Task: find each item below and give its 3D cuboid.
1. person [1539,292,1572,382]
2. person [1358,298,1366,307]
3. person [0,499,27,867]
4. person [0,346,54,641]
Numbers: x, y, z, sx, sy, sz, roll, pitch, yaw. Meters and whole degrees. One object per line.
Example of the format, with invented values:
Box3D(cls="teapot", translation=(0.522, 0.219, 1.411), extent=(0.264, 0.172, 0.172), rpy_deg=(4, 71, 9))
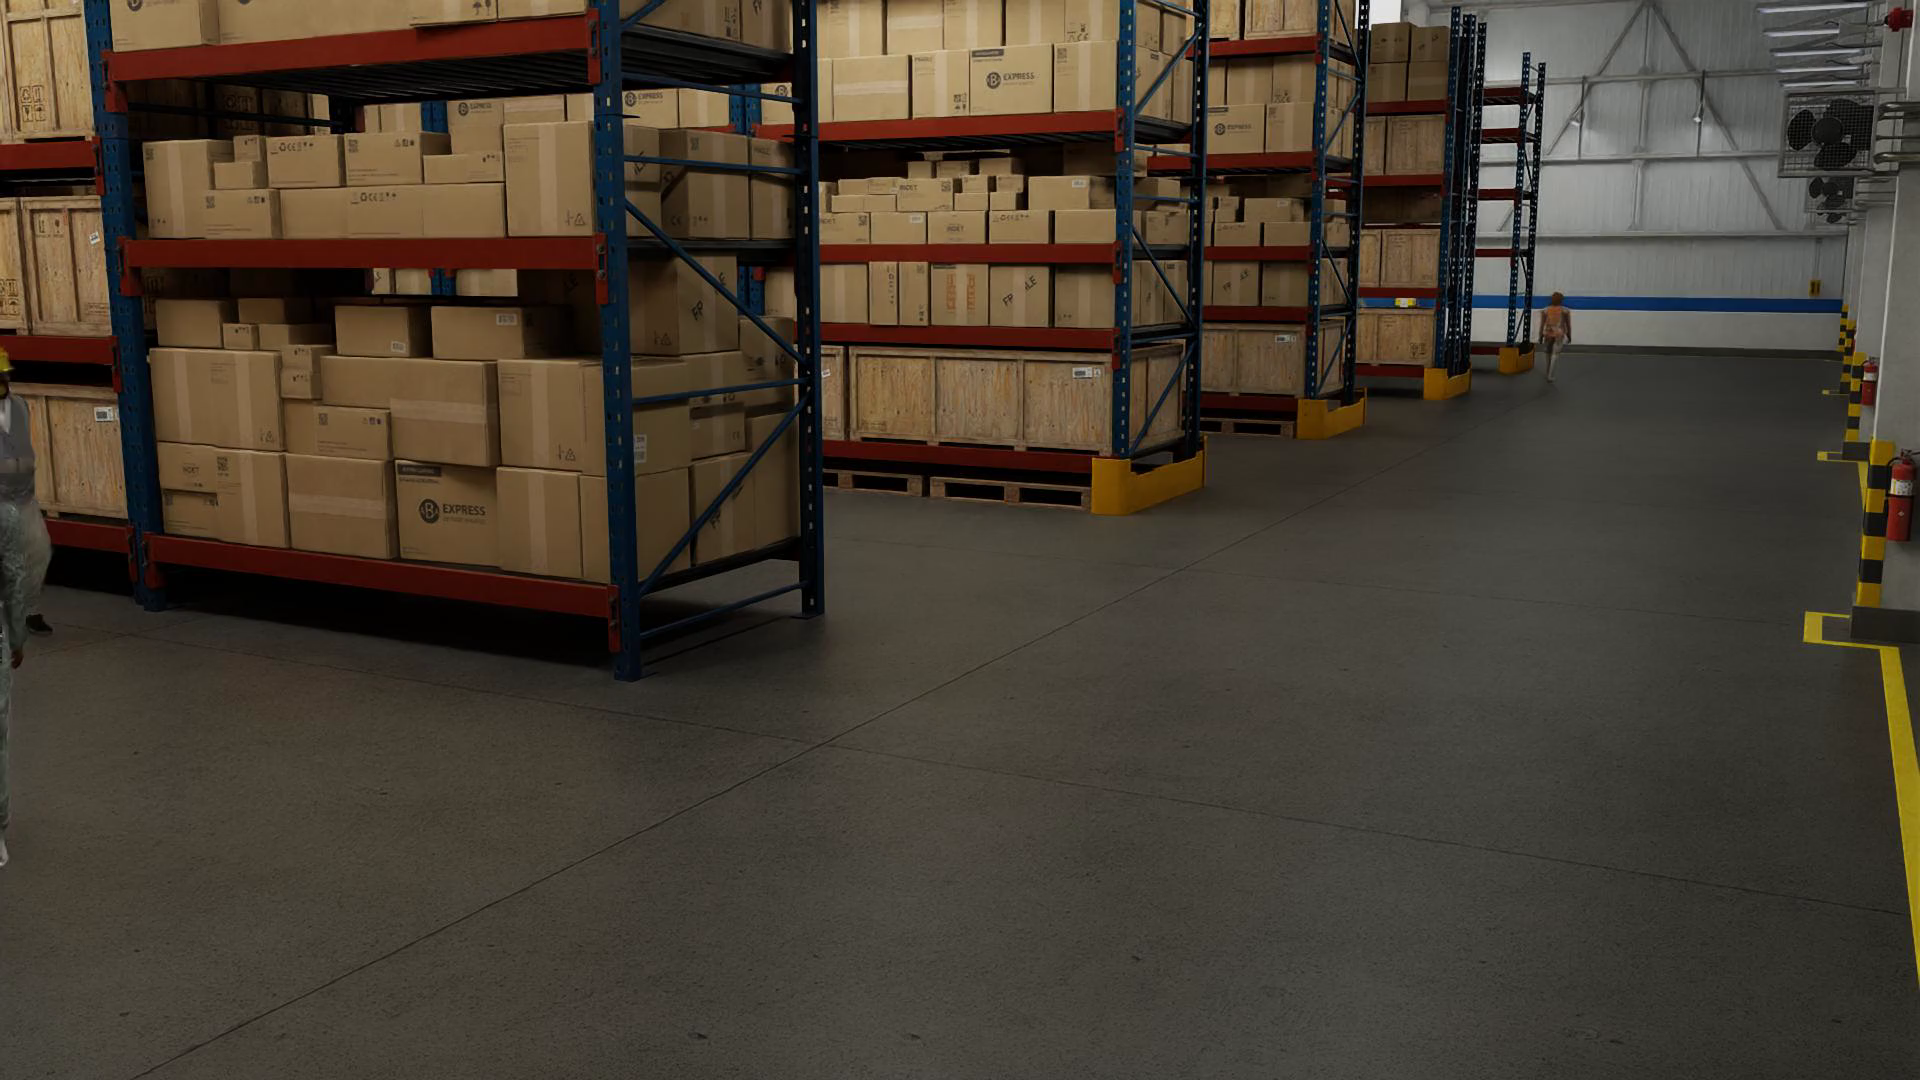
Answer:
Box3D(cls="person", translation=(10.890, -3.706, 30.351), extent=(0.540, 1.604, 0.791), rpy_deg=(7, 12, 35))
Box3D(cls="person", translation=(7.801, -4.192, 32.325), extent=(0.683, 1.914, 0.560), rpy_deg=(5, 11, 26))
Box3D(cls="person", translation=(-3.932, 0.361, 6.543), extent=(0.491, 1.706, 0.865), rpy_deg=(-5, 11, -24))
Box3D(cls="person", translation=(-5.698, -0.268, 9.879), extent=(0.478, 1.815, 0.597), rpy_deg=(5, 11, 25))
